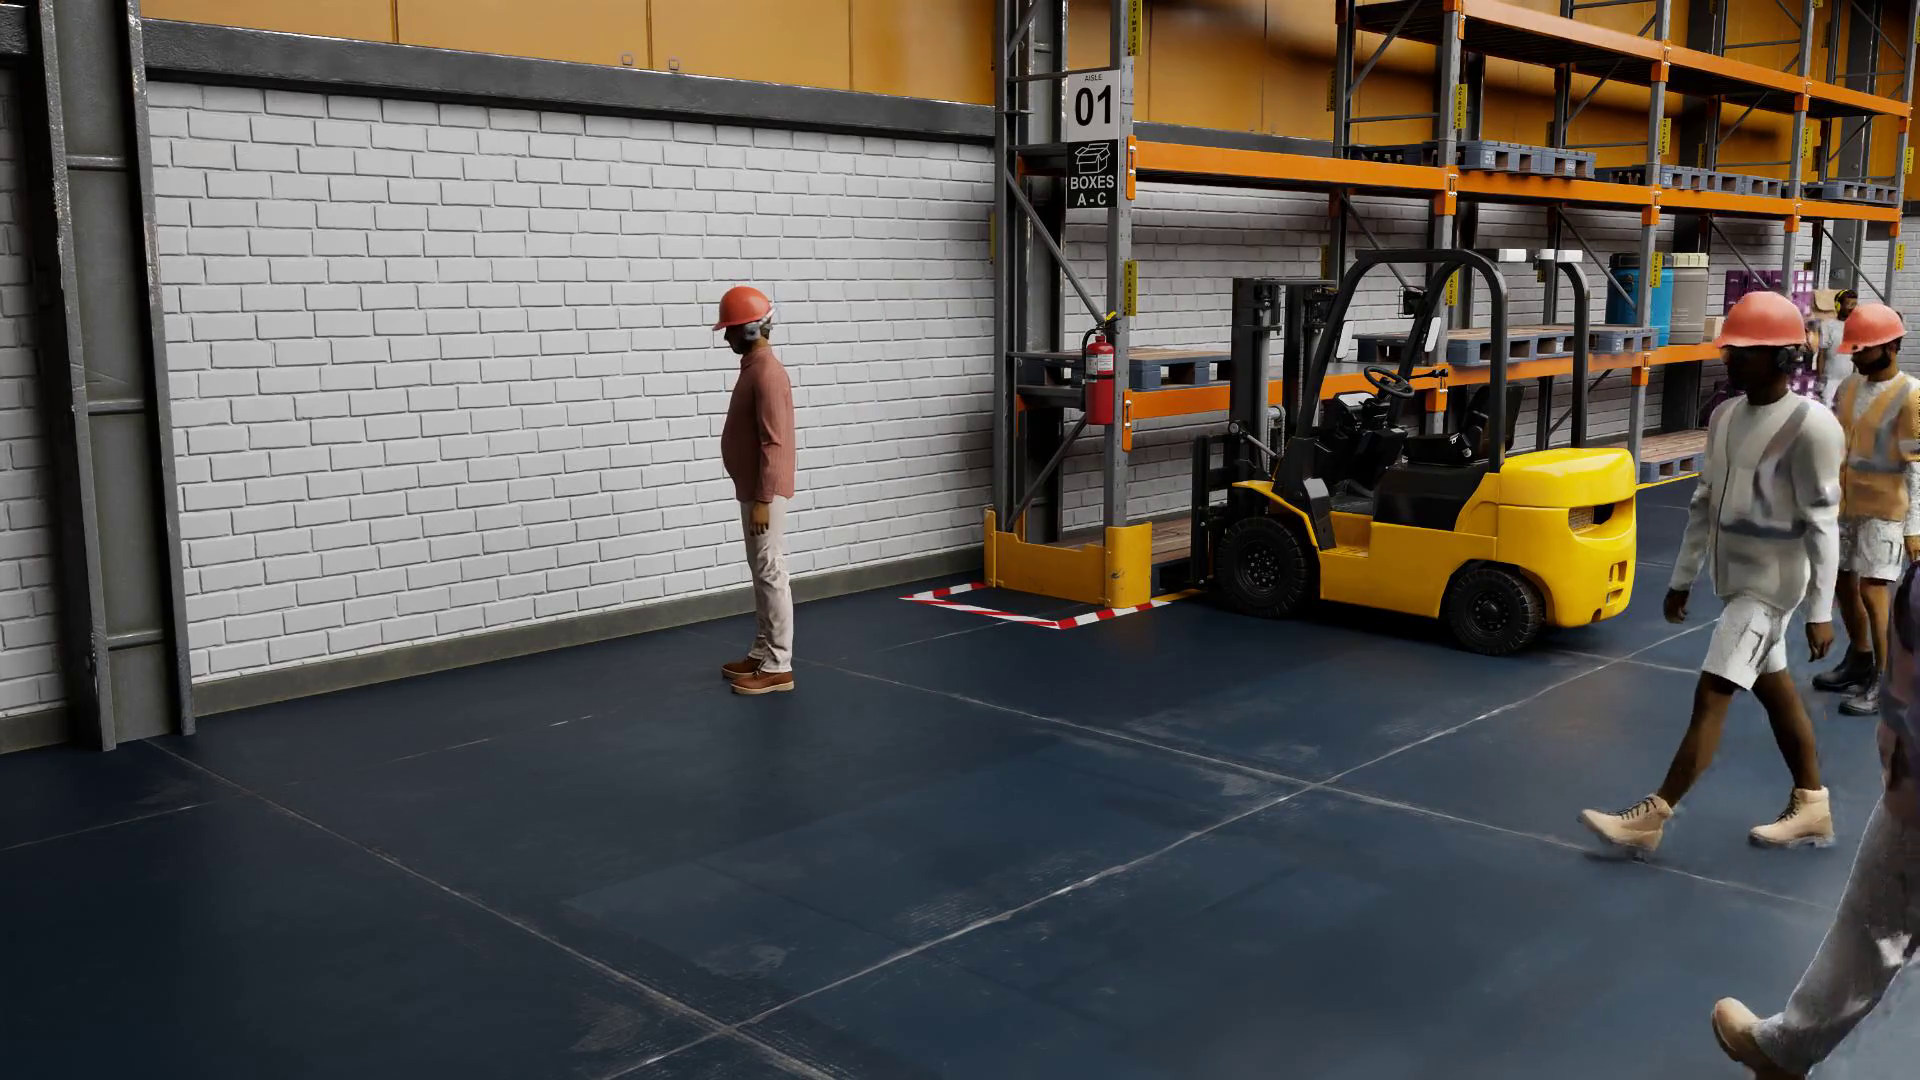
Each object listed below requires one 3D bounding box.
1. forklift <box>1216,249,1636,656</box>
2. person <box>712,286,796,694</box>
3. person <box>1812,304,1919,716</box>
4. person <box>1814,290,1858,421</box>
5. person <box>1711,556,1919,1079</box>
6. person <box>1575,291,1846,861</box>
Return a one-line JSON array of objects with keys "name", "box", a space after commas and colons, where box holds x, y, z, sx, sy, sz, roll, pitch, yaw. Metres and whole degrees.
[{"name": "forklift", "box": [2.710, -0.584, 9.626, 2.313, 2.155, 1.214, 9, 13, 43]}, {"name": "person", "box": [-1.002, -0.242, 8.168, 0.393, 1.985, 0.611, -2, 9, -13]}, {"name": "person", "box": [4.293, -0.146, 7.809, 0.559, 1.909, 0.692, -1, 9, -9]}, {"name": "person", "box": [9.114, -1.663, 17.279, 0.515, 1.861, 0.320, -2, 10, -14]}, {"name": "person", "box": [2.251, 0.563, 3.811, 0.621, 1.787, 0.967, -4, 10, -22]}, {"name": "person", "box": [2.695, 0.141, 5.800, 1.029, 1.986, 0.635, -1, 9, -5]}]
